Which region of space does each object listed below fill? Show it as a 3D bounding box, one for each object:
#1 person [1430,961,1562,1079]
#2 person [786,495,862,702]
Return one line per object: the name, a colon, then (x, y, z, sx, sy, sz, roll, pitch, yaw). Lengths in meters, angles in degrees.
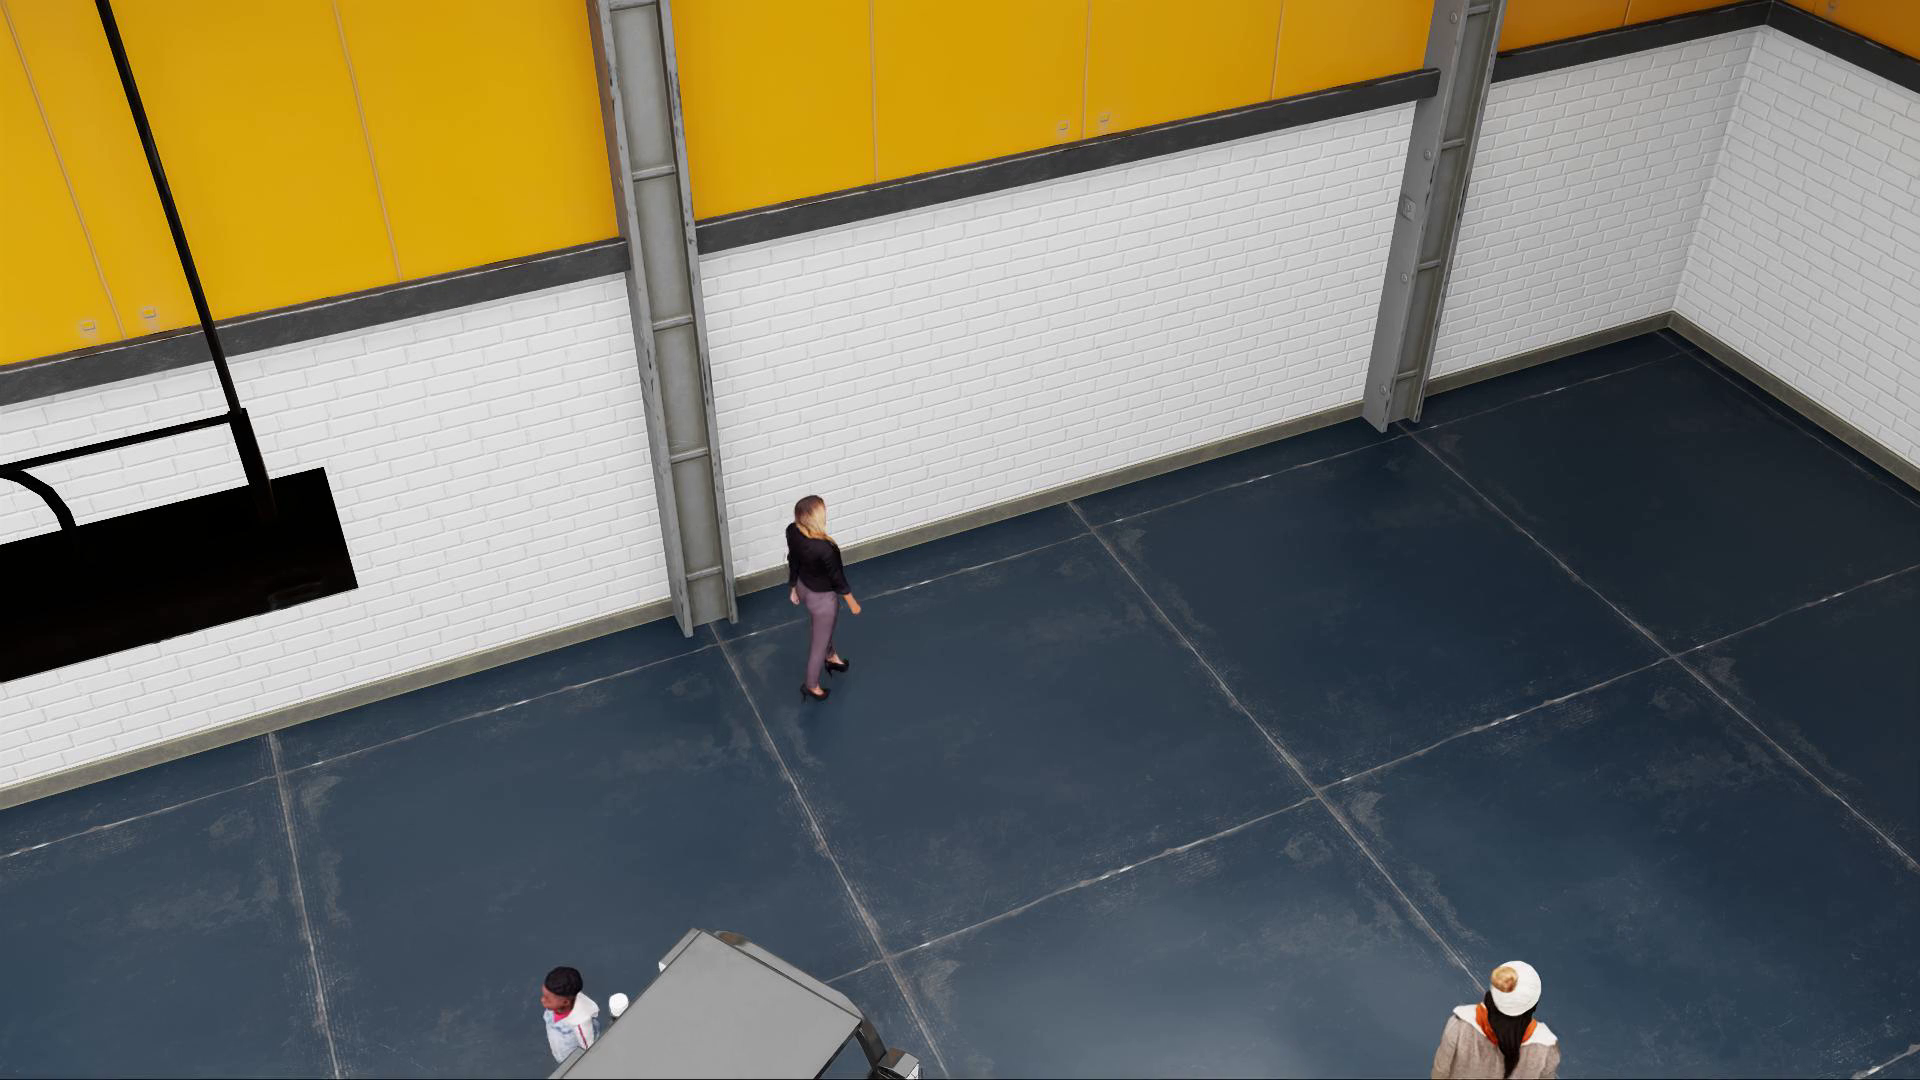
person: (2.469, 2.633, 7.843, 0.825, 1.899, 0.881, 14, 41, 17)
person: (-0.980, 0.432, 10.792, 0.753, 1.659, 0.682, -26, 45, -29)
